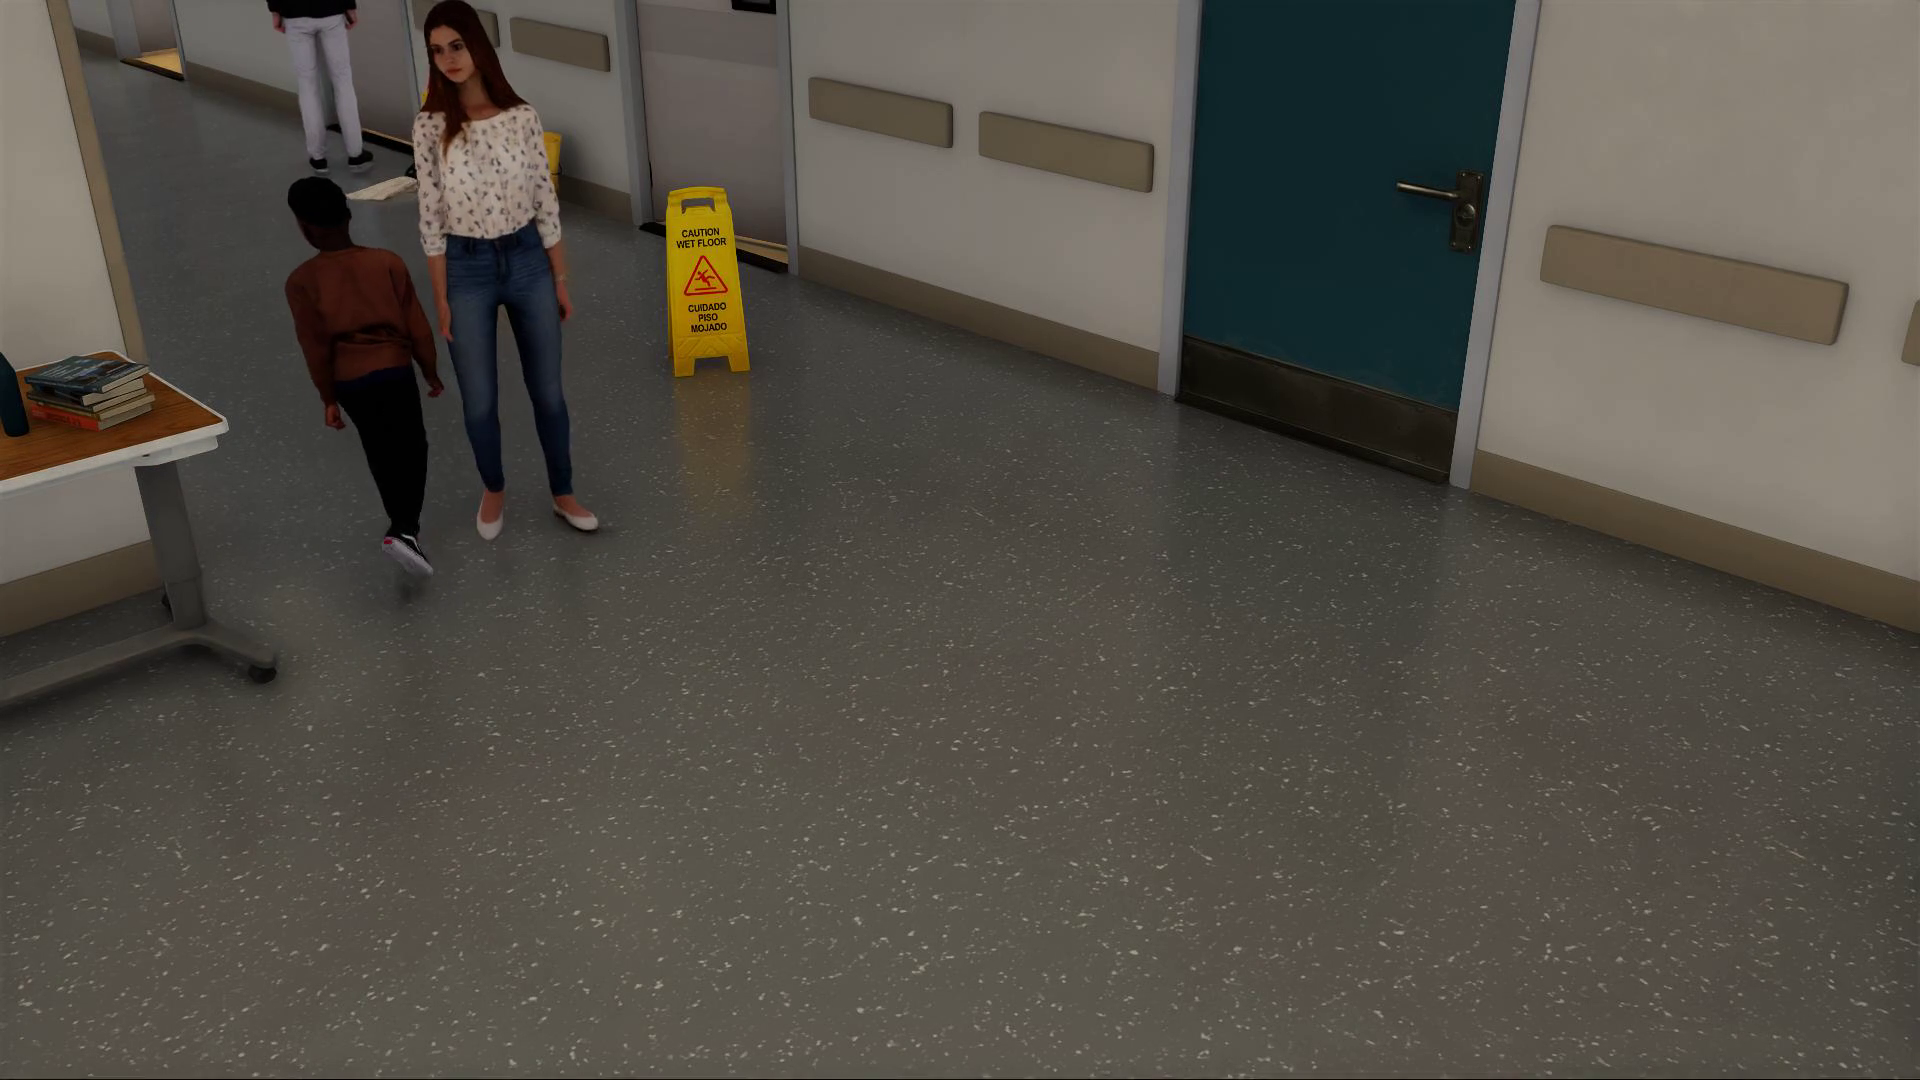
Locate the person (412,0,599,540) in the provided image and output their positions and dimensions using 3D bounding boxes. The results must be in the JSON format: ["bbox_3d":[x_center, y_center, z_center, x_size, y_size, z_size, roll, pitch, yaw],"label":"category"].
[{"bbox_3d":[-1.485,-0.837,5.292,0.682,1.738,0.699,-12,28,-24],"label":"person"}]

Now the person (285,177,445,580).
[{"bbox_3d":[-1.818,-0.481,5.134,0.802,1.233,0.942,-5,26,-10],"label":"person"}]

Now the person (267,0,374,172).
[{"bbox_3d":[-3.898,-3.171,10.010,0.732,1.843,0.716,-7,27,-15],"label":"person"}]
